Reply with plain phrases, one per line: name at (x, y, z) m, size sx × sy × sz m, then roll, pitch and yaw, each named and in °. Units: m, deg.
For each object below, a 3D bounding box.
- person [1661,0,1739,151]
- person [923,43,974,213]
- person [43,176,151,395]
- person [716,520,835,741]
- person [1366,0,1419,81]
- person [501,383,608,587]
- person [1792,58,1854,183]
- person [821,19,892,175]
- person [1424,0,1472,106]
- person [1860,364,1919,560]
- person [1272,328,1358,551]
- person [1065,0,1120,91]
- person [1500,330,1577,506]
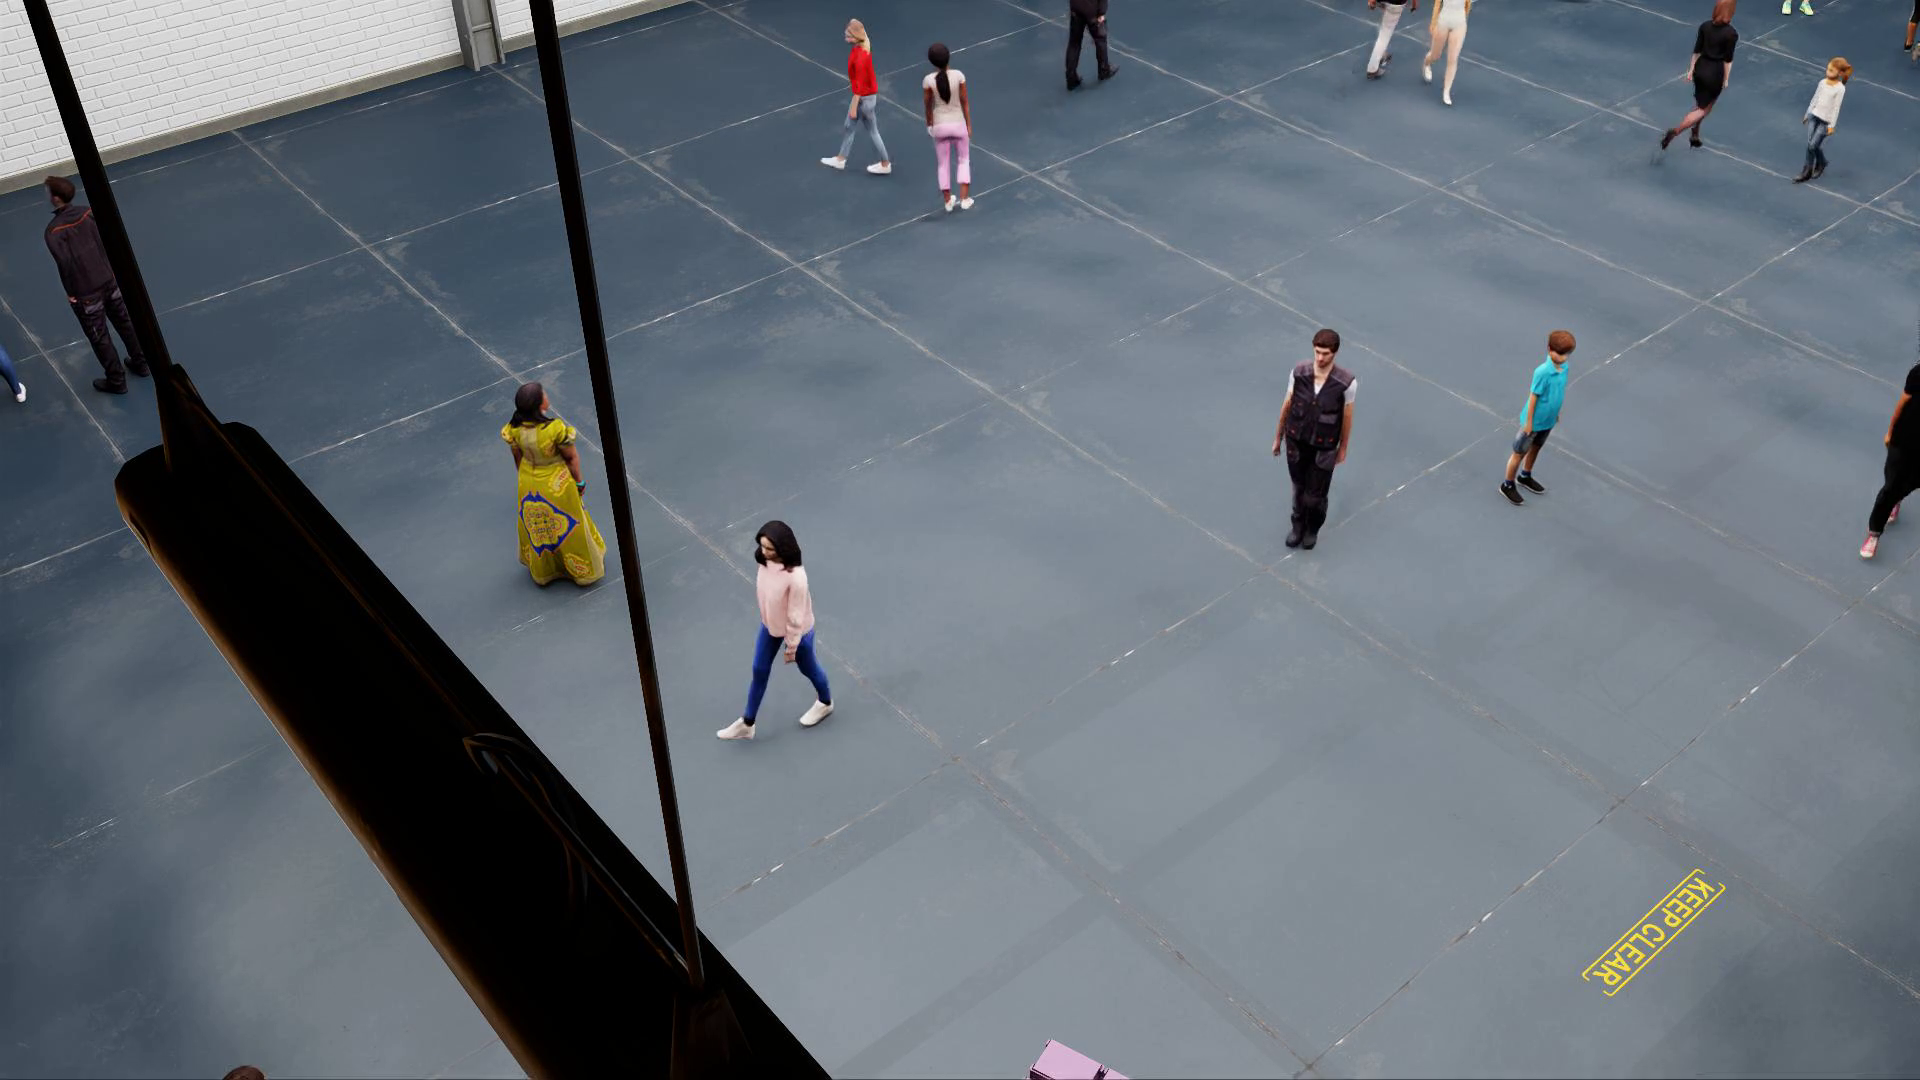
person at (7.687, -4.757, 17.207) m, size 1.032 × 1.680 × 0.723 m, roll -20°, pitch 43°, yaw -23°
person at (-0.136, -3.982, 16.196) m, size 0.714 × 1.731 × 0.794 m, roll 5°, pitch 39°, yaw 6°
person at (-7.169, -2.120, 13.713) m, size 0.837 × 1.920 × 0.699 m, roll 15°, pitch 41°, yaw 18°
person at (-1.007, 0.539, 10.534) m, size 1.034 × 1.732 × 0.673 m, roll -25°, pitch 45°, yaw -28°
person at (4.820, -6.059, 18.756) m, size 0.897 × 1.782 × 0.645 m, roll -29°, pitch 47°, yaw -31°
person at (-2.901, -0.390, 11.757) m, size 0.998 × 1.658 × 1.041 m, roll 6°, pitch 39°, yaw 7°
person at (8.809, -4.260, 16.883) m, size 0.664 × 1.309 × 0.589 m, roll -13°, pitch 40°, yaw -16°
person at (-0.882, -4.445, 16.825) m, size 1.084 × 1.670 × 0.993 m, roll 1°, pitch 39°, yaw 2°
person at (5.410, -5.729, 18.471) m, size 0.966 × 1.622 × 0.990 m, roll -1°, pitch 39°, yaw -1°
person at (7.036, -0.752, 12.152) m, size 0.917 × 1.730 × 1.223 m, roll 19°, pitch 43°, yaw 23°
person at (2.595, -0.767, 12.086) m, size 0.746 × 1.836 × 0.738 m, roll 20°, pitch 43°, yaw 23°
person at (1.363, -5.903, 18.537) m, size 0.873 × 1.811 × 1.043 m, roll 23°, pitch 44°, yaw 26°
person at (4.403, -0.963, 12.643) m, size 0.454 × 1.448 × 0.600 m, roll -23°, pitch 44°, yaw -26°
